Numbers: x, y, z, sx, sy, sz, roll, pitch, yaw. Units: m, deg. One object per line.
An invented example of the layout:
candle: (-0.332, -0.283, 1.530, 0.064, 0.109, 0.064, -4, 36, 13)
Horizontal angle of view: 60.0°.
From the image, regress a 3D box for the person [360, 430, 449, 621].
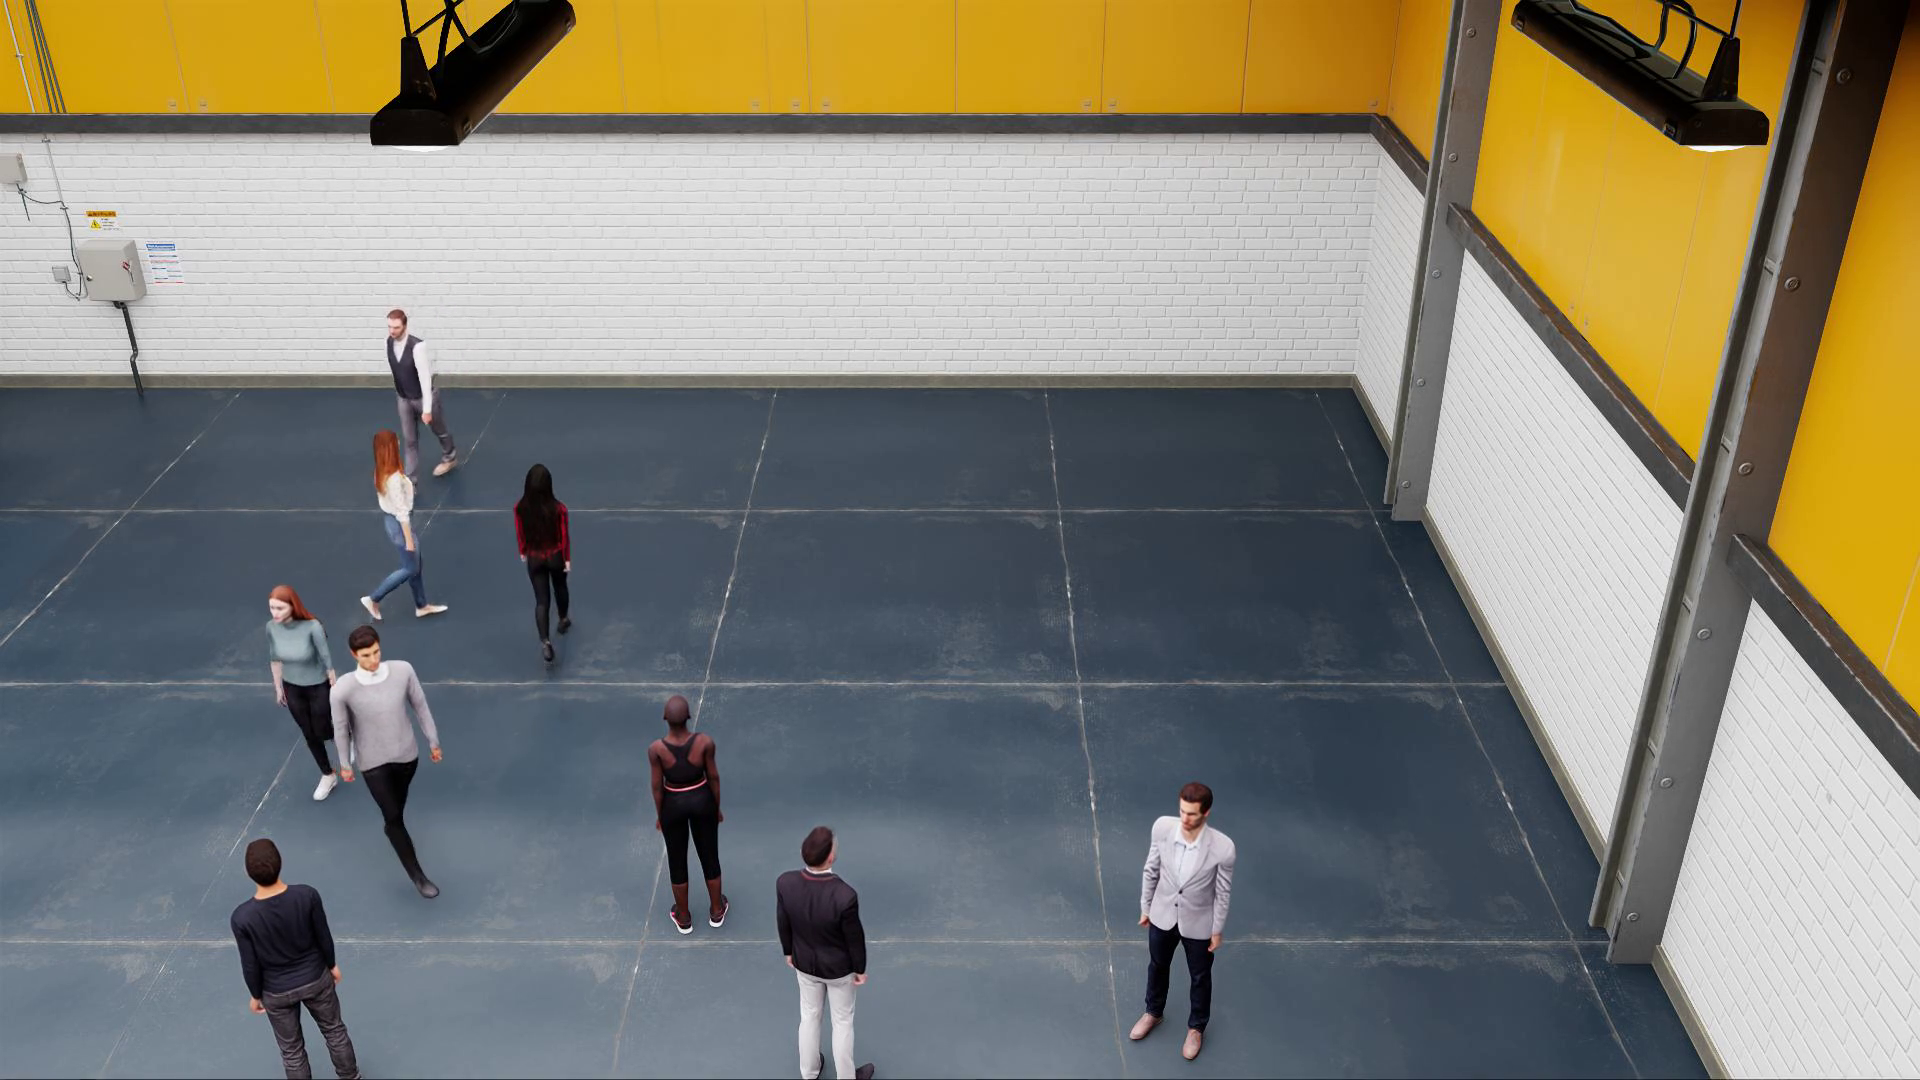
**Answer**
person: (-4.730, -0.069, 13.811, 0.913, 1.706, 0.955, -13, 31, -22)

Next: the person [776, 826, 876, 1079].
person: (-0.757, 2.350, 9.233, 0.724, 1.843, 0.685, 10, 30, 18)

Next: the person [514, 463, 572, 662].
person: (-3.344, 0.215, 13.381, 0.636, 1.619, 1.047, -2, 29, -4)

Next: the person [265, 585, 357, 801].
person: (-4.569, 1.026, 11.775, 0.683, 1.732, 0.819, 6, 29, 11)

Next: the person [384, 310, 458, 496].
person: (-5.200, -1.403, 16.086, 0.931, 1.869, 1.321, 11, 31, 19)

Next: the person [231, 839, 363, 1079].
person: (-3.629, 2.413, 9.089, 0.721, 1.870, 0.738, -18, 33, -29)

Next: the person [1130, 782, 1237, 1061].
person: (1.296, 2.154, 9.582, 0.765, 1.853, 0.754, 14, 32, 24)

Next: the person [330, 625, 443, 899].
person: (-3.809, 1.378, 10.990, 1.240, 1.867, 1.339, -22, 36, -35)

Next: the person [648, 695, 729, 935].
person: (-1.714, 1.720, 10.477, 0.627, 1.758, 0.604, -7, 29, -12)
